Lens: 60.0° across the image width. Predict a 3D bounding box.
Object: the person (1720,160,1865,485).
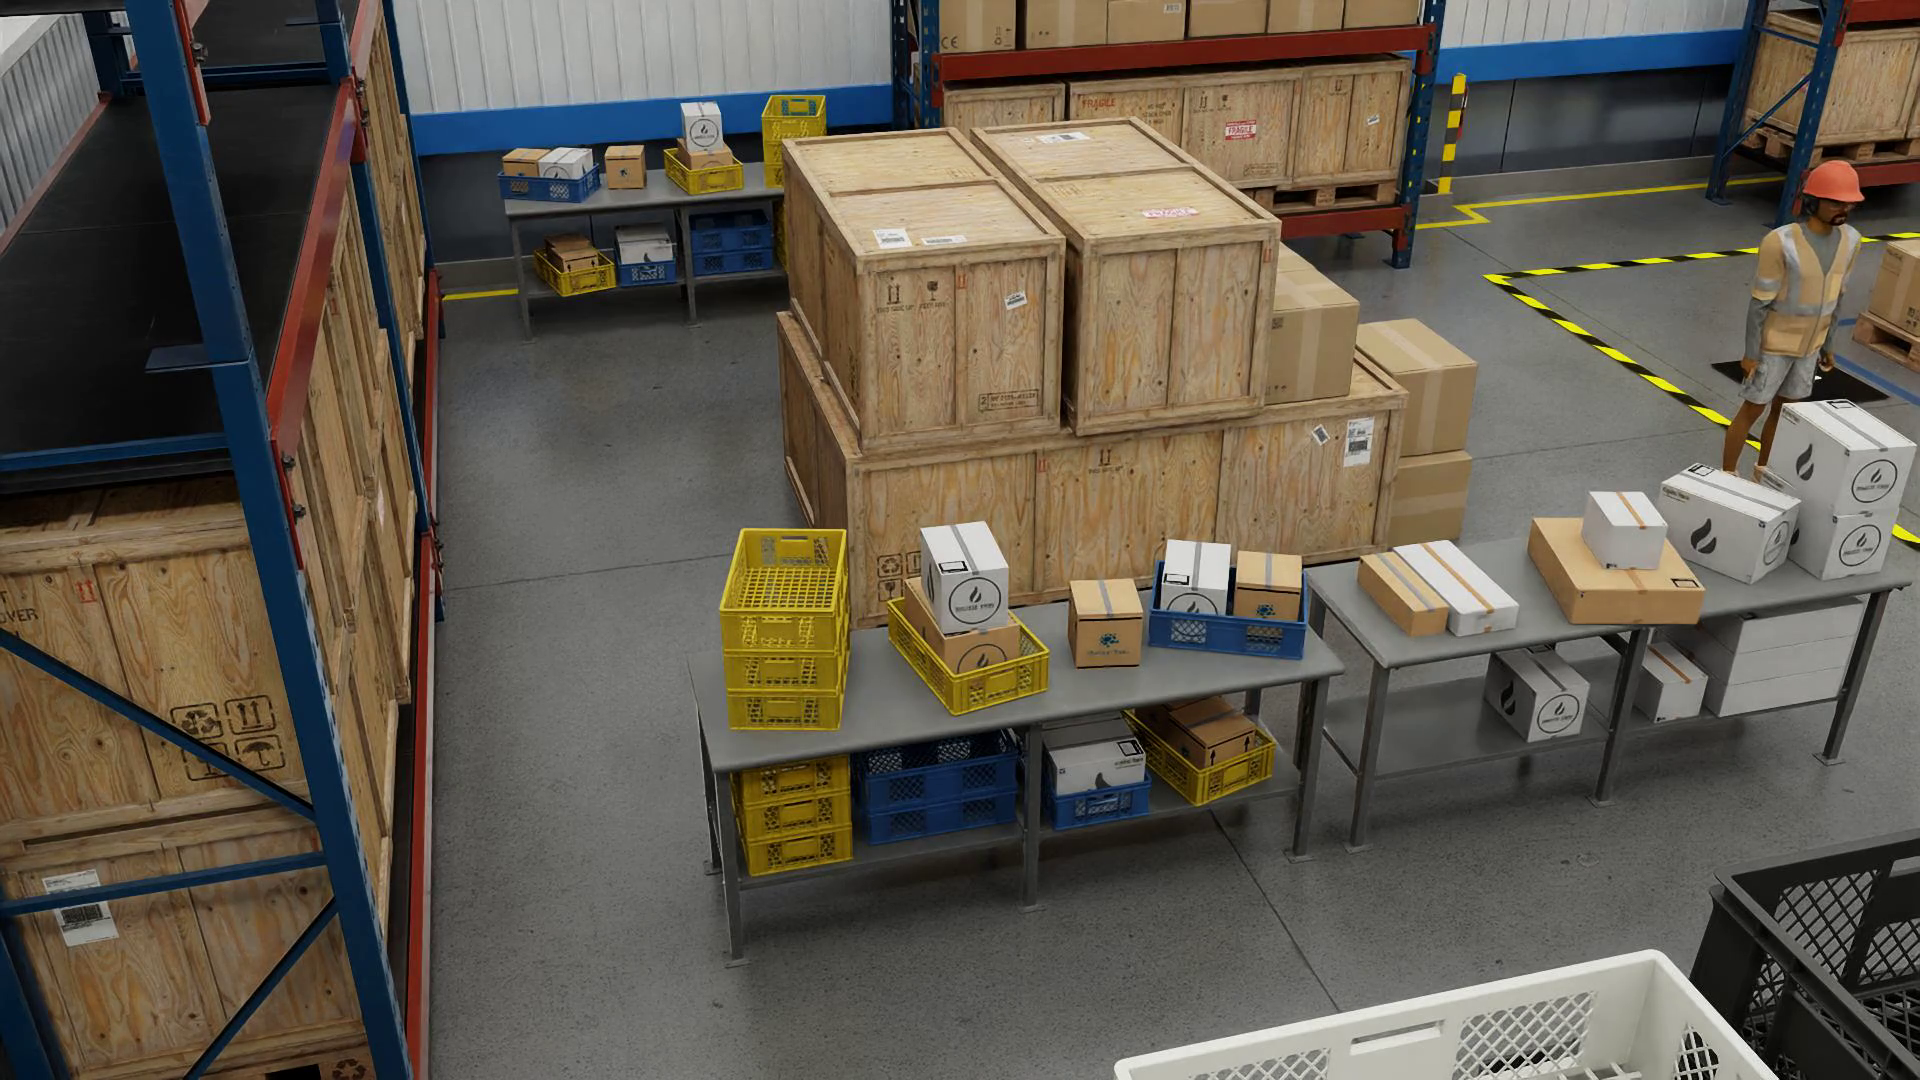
[{"bbox_3d":[4.642,-1.103,9.277,0.604,2.048,0.365,-8,30,-14],"label":"person"}]
